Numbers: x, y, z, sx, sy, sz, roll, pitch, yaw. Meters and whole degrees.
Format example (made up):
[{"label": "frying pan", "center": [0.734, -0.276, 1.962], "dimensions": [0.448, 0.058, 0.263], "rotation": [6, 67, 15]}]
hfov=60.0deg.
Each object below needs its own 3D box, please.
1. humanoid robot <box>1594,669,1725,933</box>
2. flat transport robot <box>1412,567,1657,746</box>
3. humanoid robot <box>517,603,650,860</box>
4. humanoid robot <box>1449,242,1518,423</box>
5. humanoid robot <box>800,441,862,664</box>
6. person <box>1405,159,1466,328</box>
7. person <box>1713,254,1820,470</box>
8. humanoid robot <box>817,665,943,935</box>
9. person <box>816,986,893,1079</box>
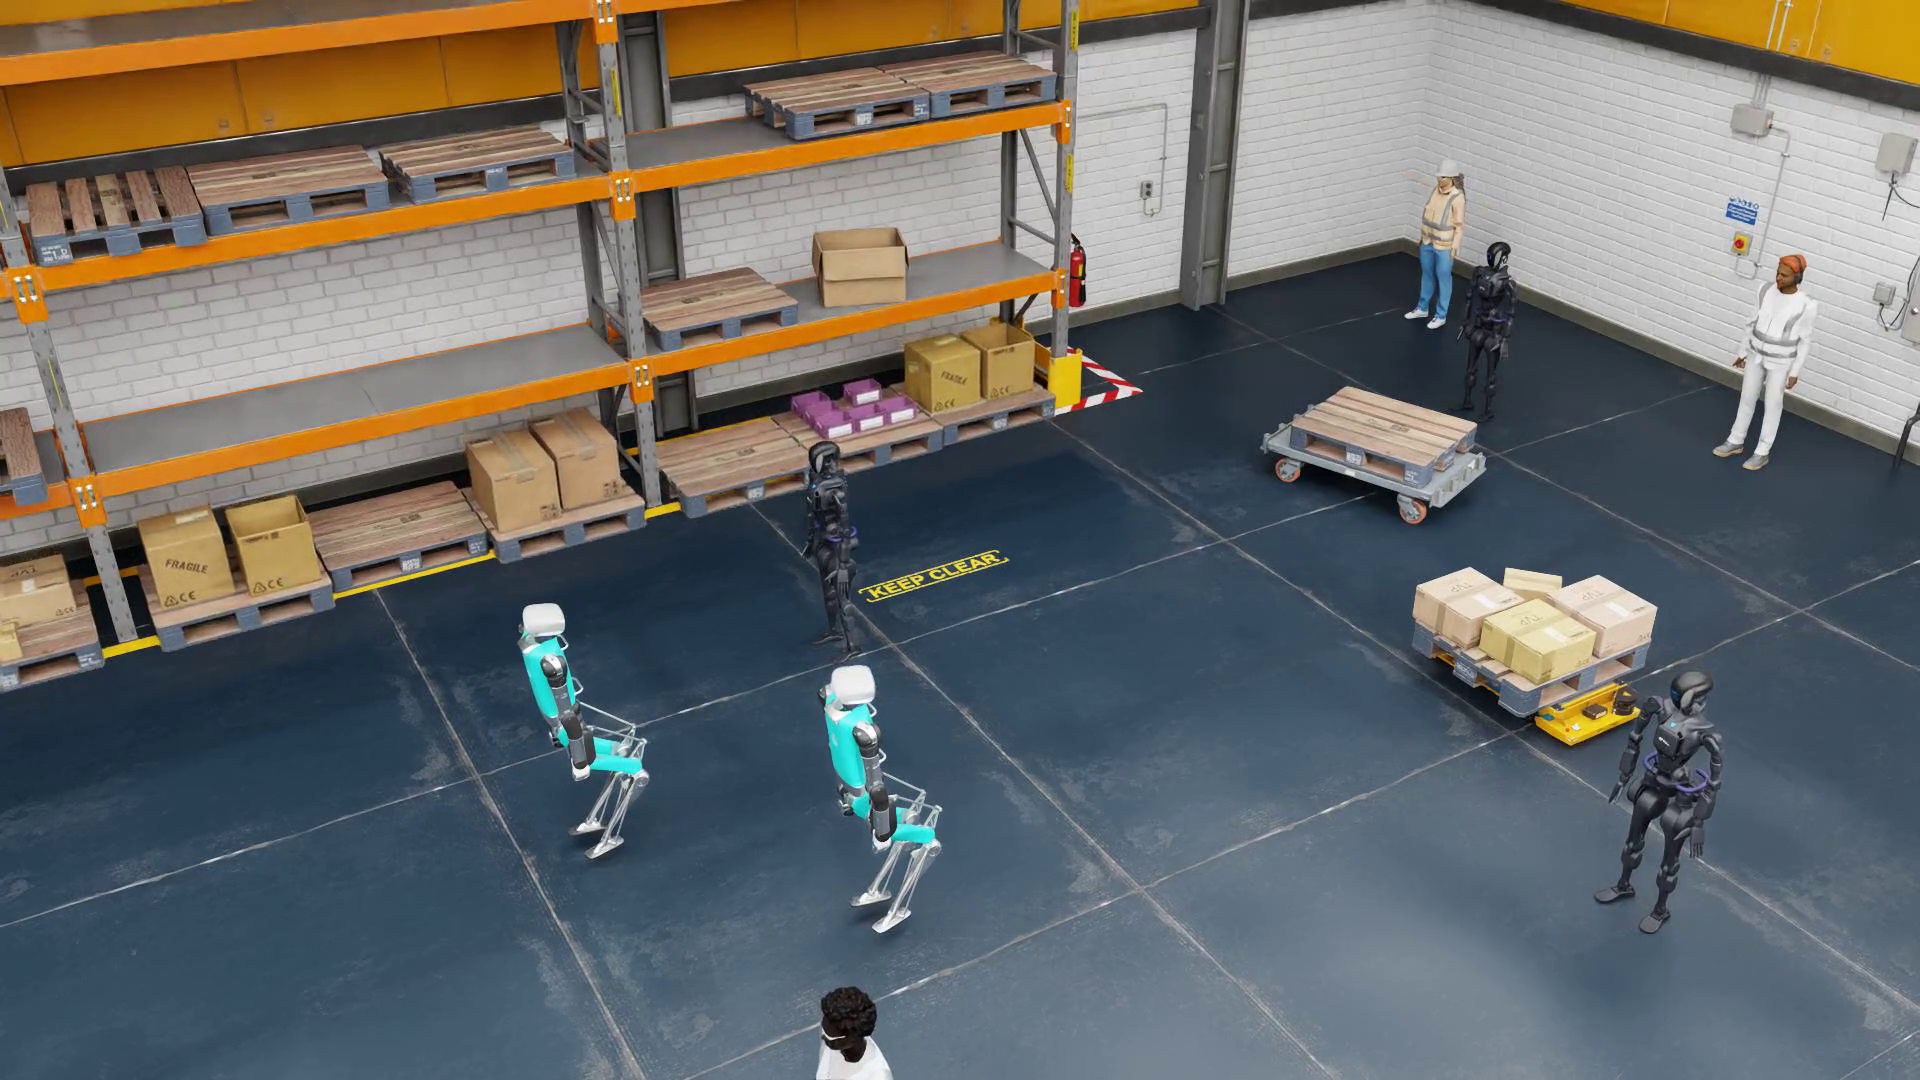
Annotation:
[{"label": "humanoid robot", "center": [3.842, 1.404, 9.045], "dimensions": [0.315, 1.655, 0.599], "rotation": [-16, 33, -26]}, {"label": "flat transport robot", "center": [3.869, 0.890, 11.399], "dimensions": [0.659, 0.231, 1.431], "rotation": [-16, 33, -26]}, {"label": "humanoid robot", "center": [-2.073, 1.046, 9.495], "dimensions": [0.735, 1.677, 0.533], "rotation": [-16, 33, -26]}, {"label": "humanoid robot", "center": [4.702, -1.860, 14.820], "dimensions": [0.315, 1.657, 0.599], "rotation": [-16, 33, -26]}, {"label": "humanoid robot", "center": [-0.881, 0.072, 11.400], "dimensions": [0.315, 1.657, 0.599], "rotation": [-16, 33, -26]}, {"label": "person", "center": [4.851, -3.004, 16.807], "dimensions": [0.370, 1.728, 0.493], "rotation": [-16, 33, -26]}, {"label": "person", "center": [6.816, -1.506, 13.999], "dimensions": [0.338, 1.882, 0.580], "rotation": [-16, 33, -26]}, {"label": "humanoid robot", "center": [-0.359, 1.352, 8.953], "dimensions": [0.735, 1.676, 0.533], "rotation": [-16, 33, -26]}, {"label": "person", "center": [-0.432, 2.541, 7.023], "dimensions": [0.318, 1.695, 0.538], "rotation": [-16, 33, -26]}]
